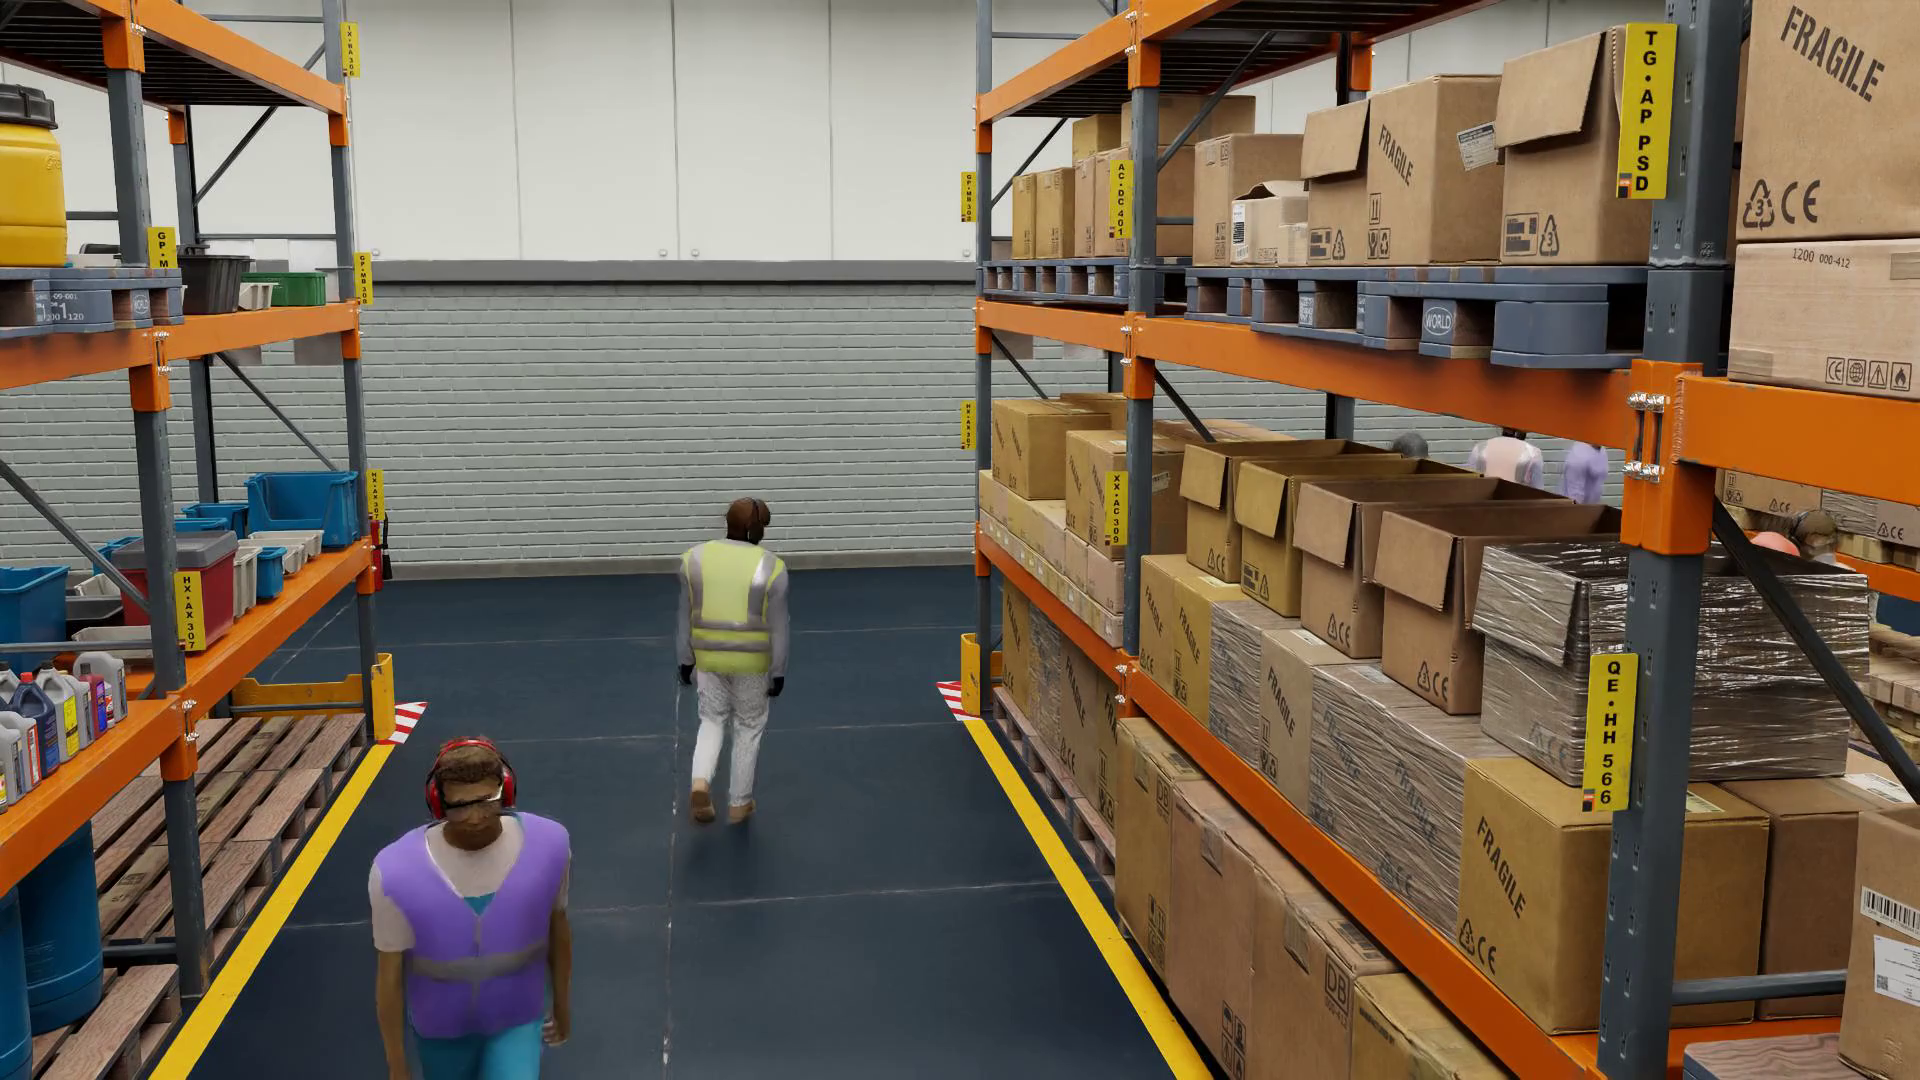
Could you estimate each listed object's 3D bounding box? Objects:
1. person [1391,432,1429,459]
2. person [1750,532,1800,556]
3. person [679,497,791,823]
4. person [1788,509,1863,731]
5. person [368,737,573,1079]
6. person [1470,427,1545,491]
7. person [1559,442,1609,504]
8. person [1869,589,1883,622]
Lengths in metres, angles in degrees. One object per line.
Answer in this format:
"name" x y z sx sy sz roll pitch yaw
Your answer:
"person" 2.952 0.228 11.090 0.697 2.000 1.049 -2 9 -12
"person" 3.391 0.927 7.094 0.551 1.936 0.356 -2 9 -14
"person" -1.233 0.678 8.999 0.648 1.822 0.568 2 9 11
"person" 4.082 0.759 8.236 0.639 1.905 0.842 -3 10 -20
"person" -1.397 1.385 4.835 0.560 1.775 0.998 -4 10 -21
"person" 4.798 -0.225 14.657 0.689 1.792 0.785 7 11 35
"person" 5.198 -0.140 13.831 0.814 1.890 0.638 7 12 39
"person" 6.140 0.273 11.385 0.510 1.860 0.334 -5 10 -26
